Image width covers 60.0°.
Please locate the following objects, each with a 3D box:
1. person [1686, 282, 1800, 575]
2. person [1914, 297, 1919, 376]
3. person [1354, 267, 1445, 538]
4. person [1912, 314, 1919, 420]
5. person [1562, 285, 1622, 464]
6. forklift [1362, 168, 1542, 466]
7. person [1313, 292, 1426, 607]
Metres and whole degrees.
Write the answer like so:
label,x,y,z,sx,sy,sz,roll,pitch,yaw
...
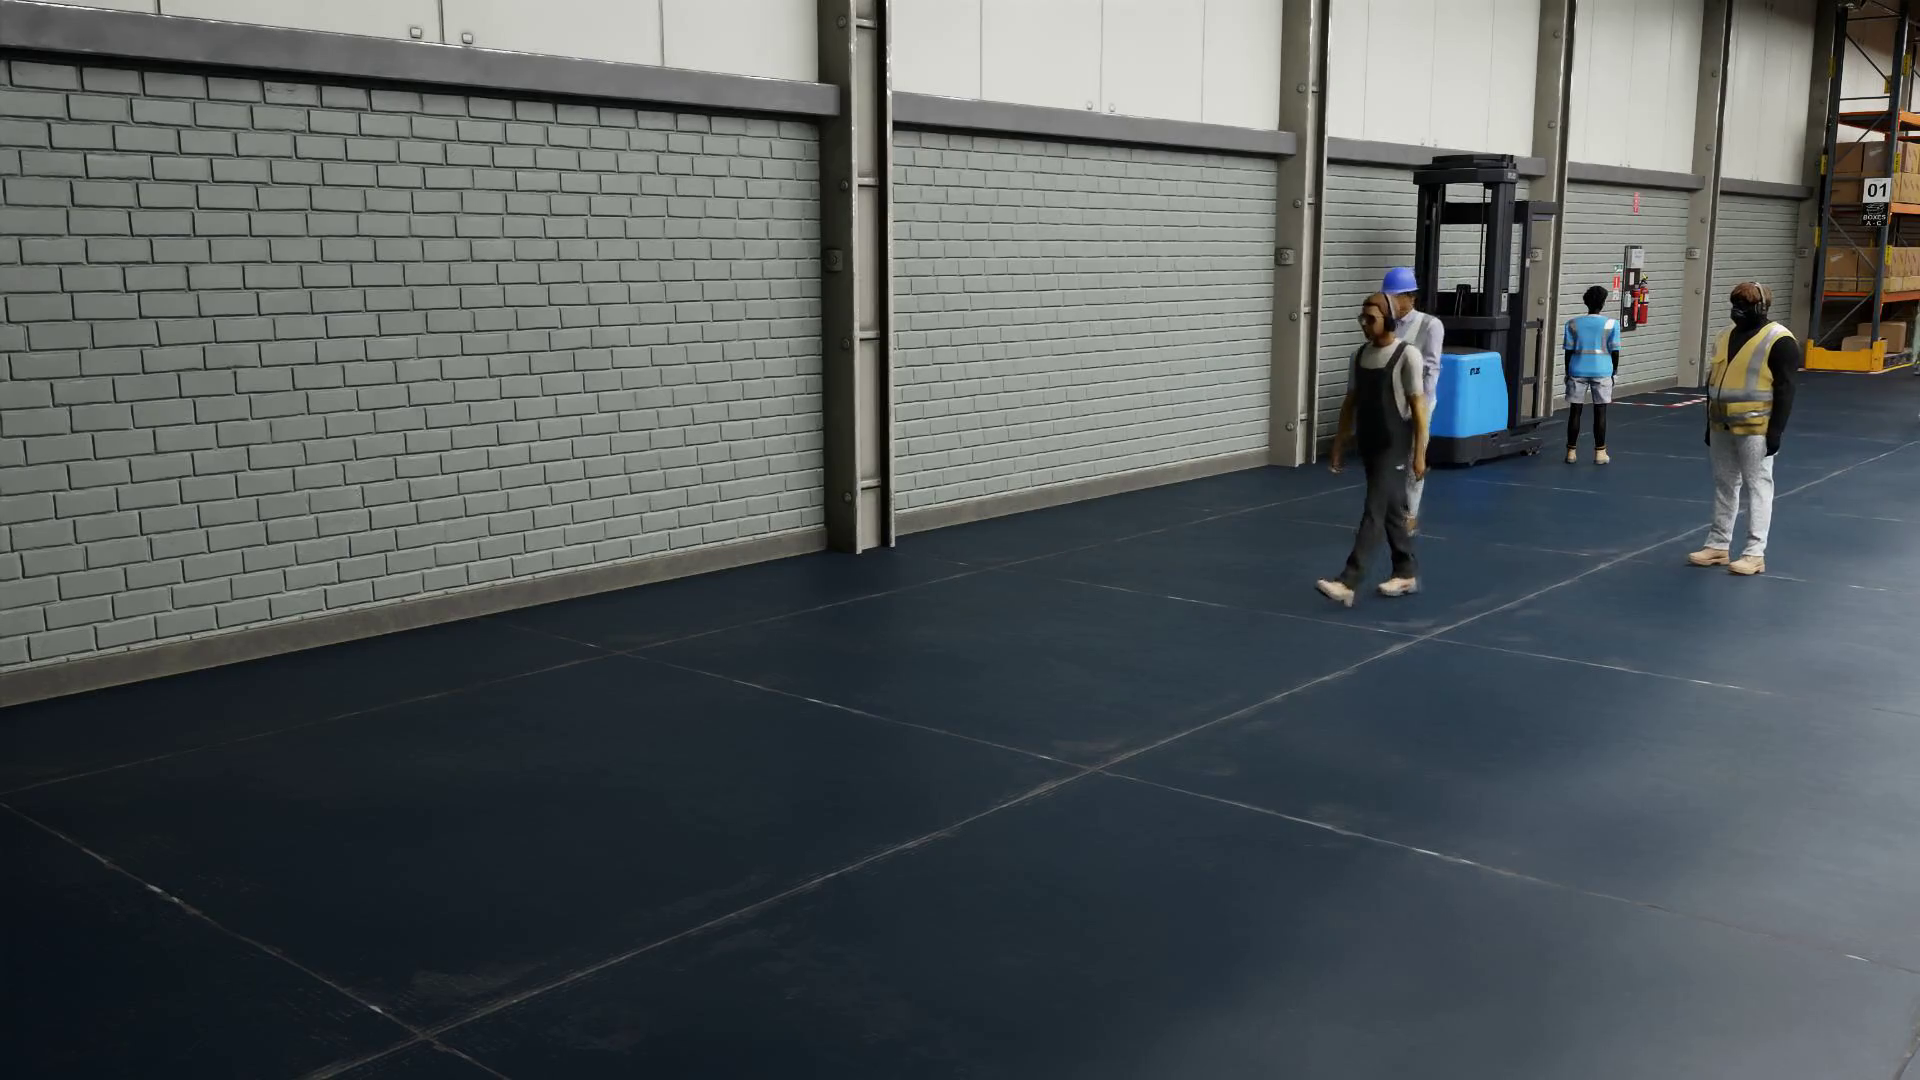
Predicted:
label,x,y,z,sx,sy,sz,roll,pitch,yaw
person,4.989,-0.716,10.605,0.430,1.844,0.624,-4,11,-20
person,15.752,-3.477,26.930,0.508,1.629,0.315,1,10,7
person,3.073,-0.946,11.708,0.605,1.915,0.743,8,13,38
person,11.369,-2.140,19.396,0.803,1.599,0.498,-8,13,-37
person,6.050,-1.583,15.954,0.536,1.697,0.318,6,12,30
forklift,4.875,-2.212,16.287,1.129,2.768,1.873,8,13,40
person,2.381,-0.527,9.653,0.945,1.794,0.539,-6,11,-29
